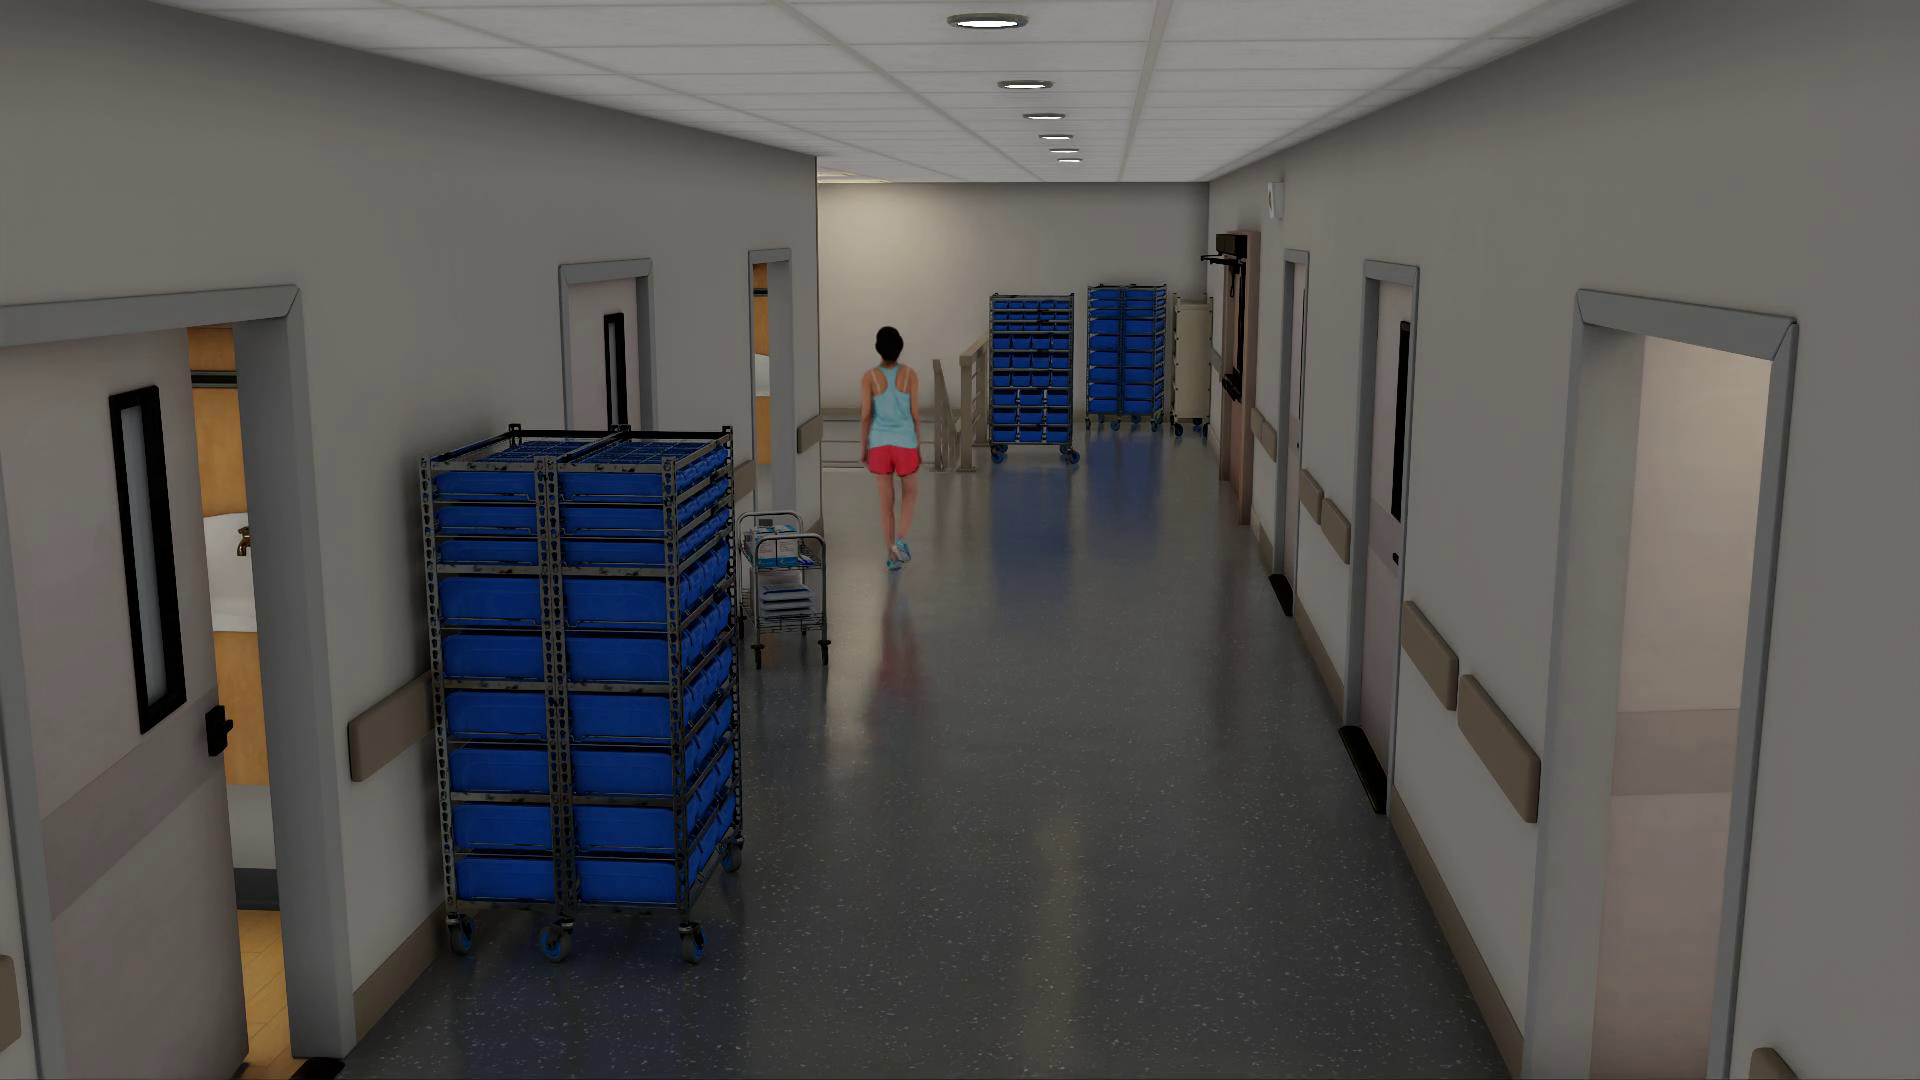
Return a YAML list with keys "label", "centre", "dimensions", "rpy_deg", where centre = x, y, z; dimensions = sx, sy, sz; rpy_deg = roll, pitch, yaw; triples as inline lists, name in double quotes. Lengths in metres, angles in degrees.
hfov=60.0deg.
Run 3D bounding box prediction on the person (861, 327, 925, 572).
- label: "person"
  centre: [-0.474, -0.628, 11.836]
  dimensions: [0.646, 1.759, 0.773]
  rpy_deg: [0, 11, -1]
